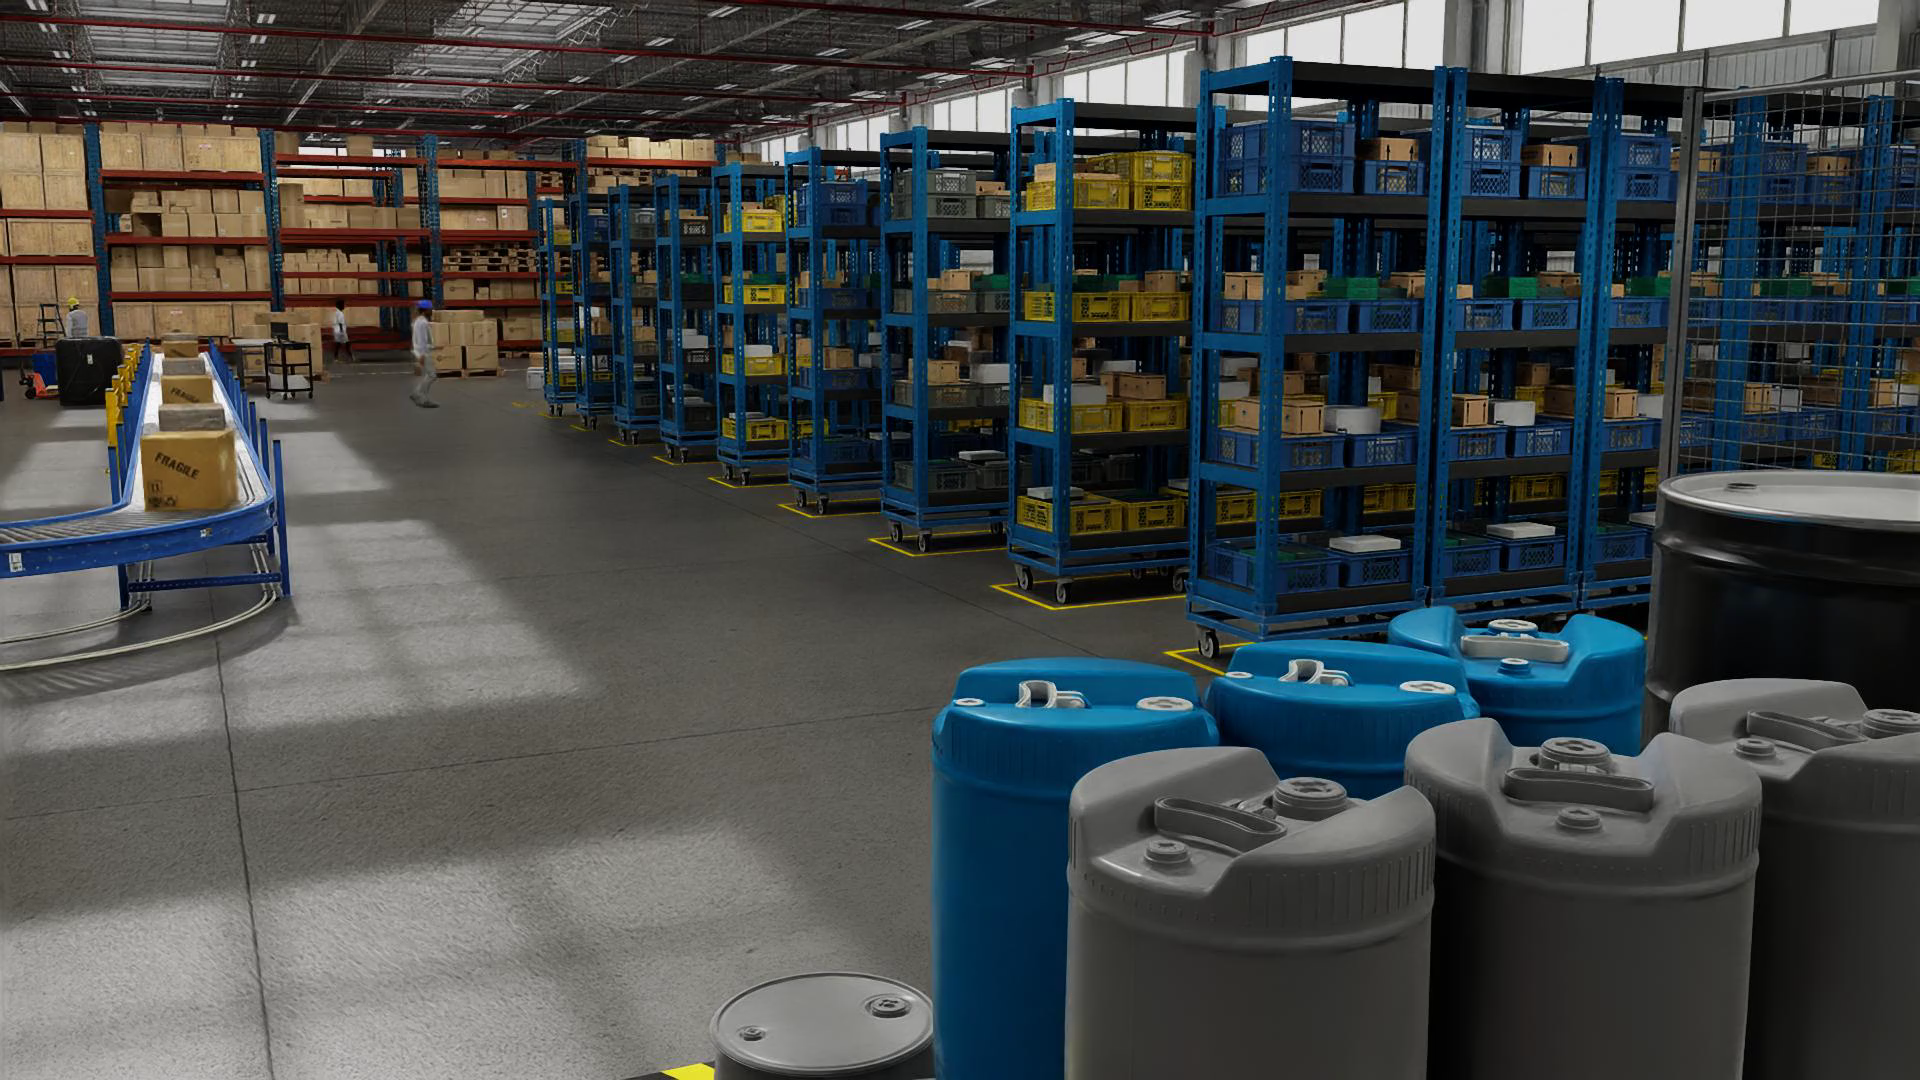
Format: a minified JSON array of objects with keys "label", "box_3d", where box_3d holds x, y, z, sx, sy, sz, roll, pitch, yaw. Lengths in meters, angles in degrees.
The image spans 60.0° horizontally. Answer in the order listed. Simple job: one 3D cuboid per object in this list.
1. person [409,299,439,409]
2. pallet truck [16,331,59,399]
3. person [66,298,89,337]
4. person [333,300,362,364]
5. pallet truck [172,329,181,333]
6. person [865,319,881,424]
[{"label":"person","box_3d":[-9.407,-3.269,29.266,0.427,1.935,0.621,-2,9,-13]},{"label":"pallet truck","box_3d":[-17.082,-3.353,31.781,1.630,1.274,0.653,-4,10,-25]},{"label":"person","box_3d":[-20.242,-4.636,38.137,0.404,1.826,0.592,3,10,18]},{"label":"person","box_3d":[-16.066,-5.432,43.508,0.769,1.663,0.553,-6,11,-31]},{"label":"pallet truck","box_3d":[-17.275,-3.851,35.096,1.601,1.201,0.680,0,9,1]},{"label":"person","box_3d":[-1.487,-2.636,25.880,0.929,1.781,0.661,-8,12,-42]}]
